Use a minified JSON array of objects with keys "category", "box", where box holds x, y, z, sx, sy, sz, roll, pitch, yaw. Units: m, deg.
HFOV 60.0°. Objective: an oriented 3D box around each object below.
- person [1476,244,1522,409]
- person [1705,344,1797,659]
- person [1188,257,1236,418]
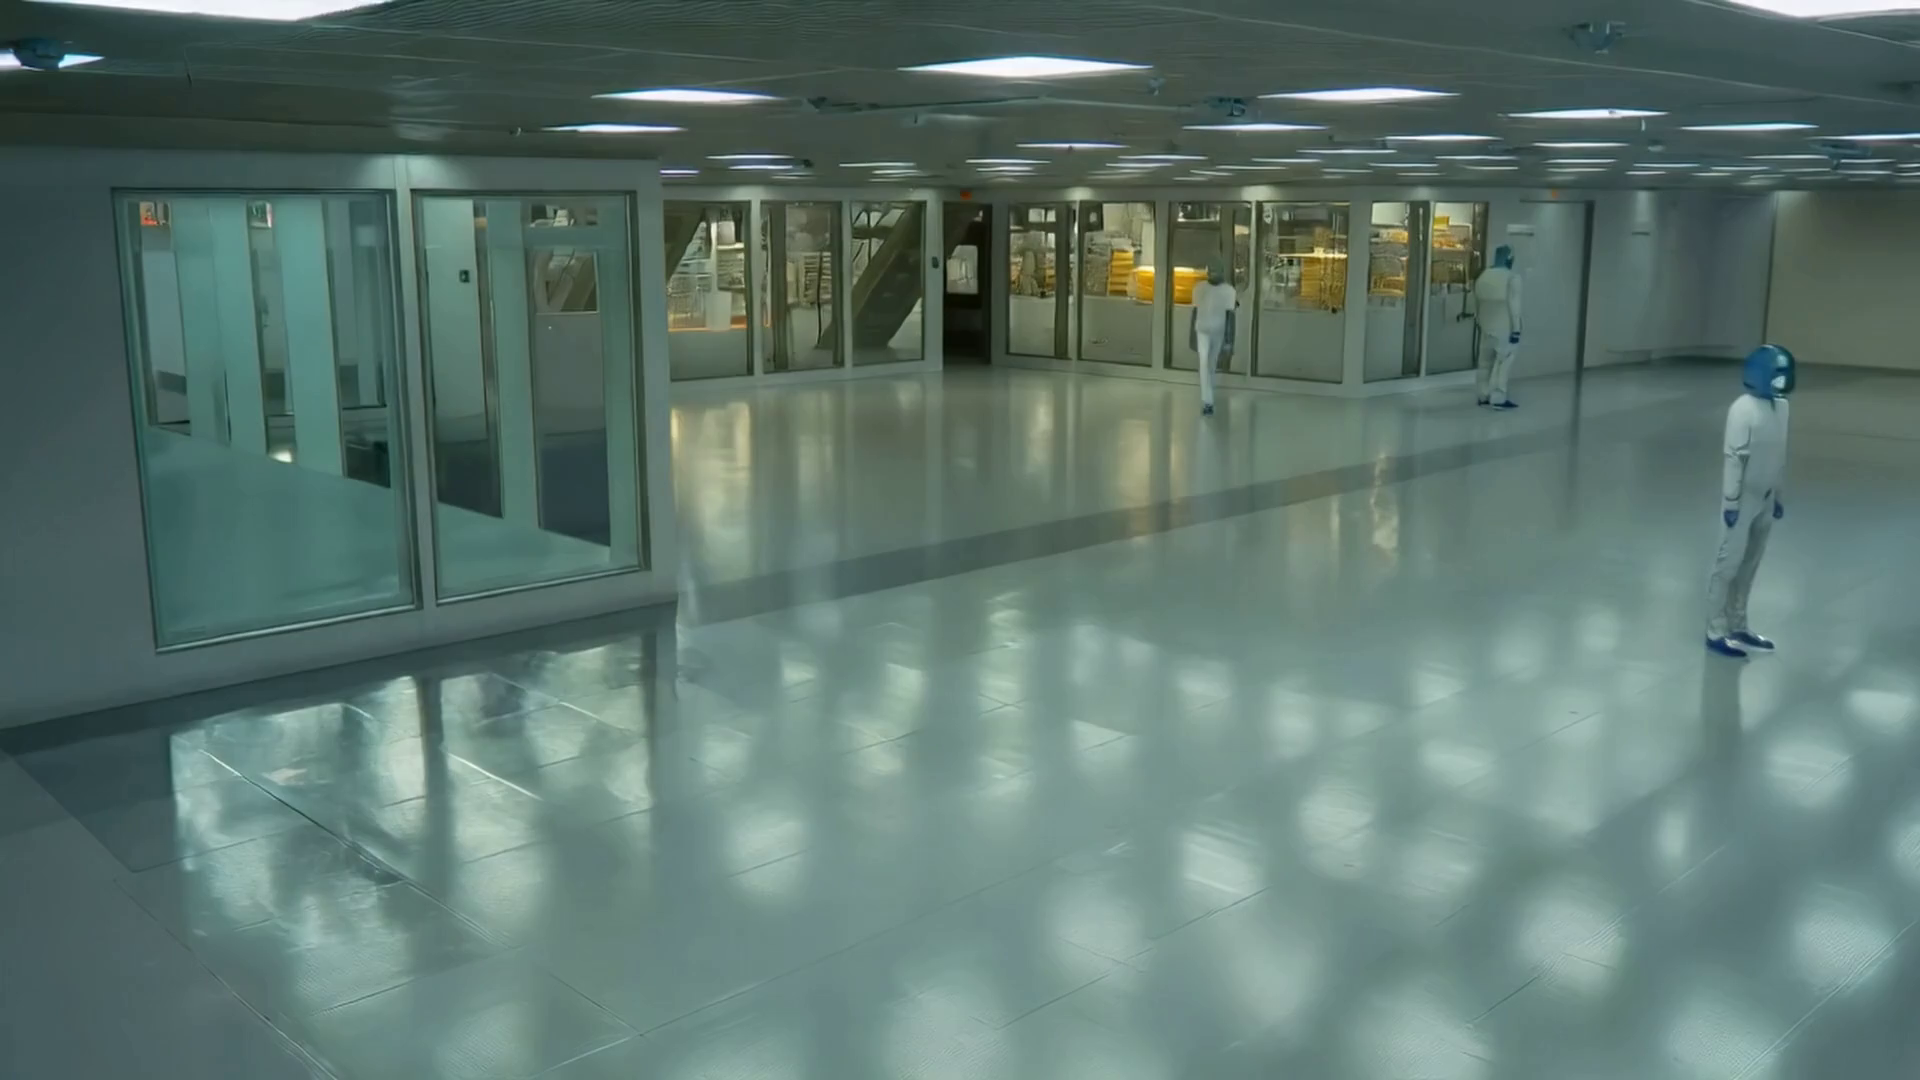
[{"category":"person","box":[6.311,-2.485,19.413,0.407,1.906,0.655,-5,12,-24]},{"category":"person","box":[4.143,-0.204,8.676,0.503,1.631,0.283,-8,14,-36]},{"category":"person","box":[2.835,-2.269,18.651,0.517,1.787,1.047,1,11,7]}]
